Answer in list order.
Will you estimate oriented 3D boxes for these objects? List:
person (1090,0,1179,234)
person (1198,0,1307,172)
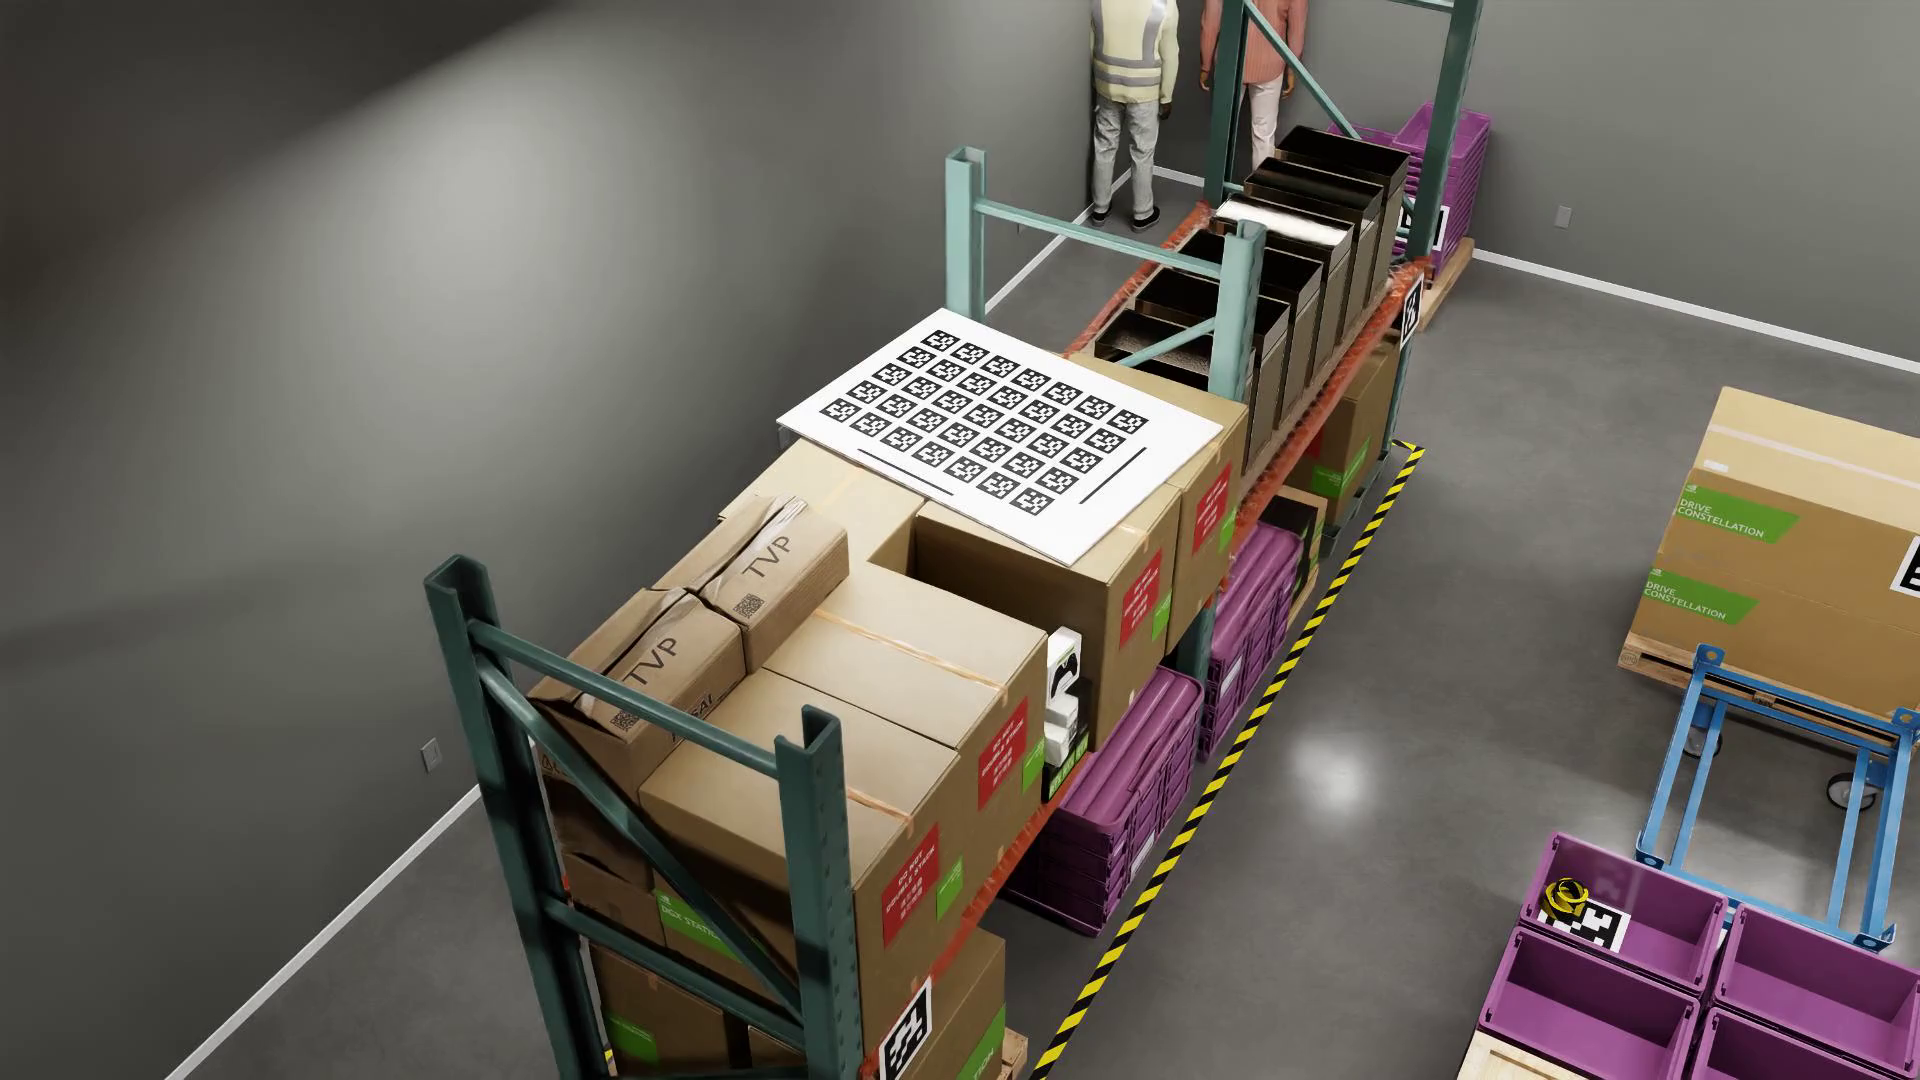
[{"bbox_3d":[1.007,-2.718,9.916,0.591,1.834,0.404,16,42,18],"label":"person"},{"bbox_3d":[1.725,-2.842,9.941,0.612,1.994,0.395,5,40,6],"label":"person"}]
